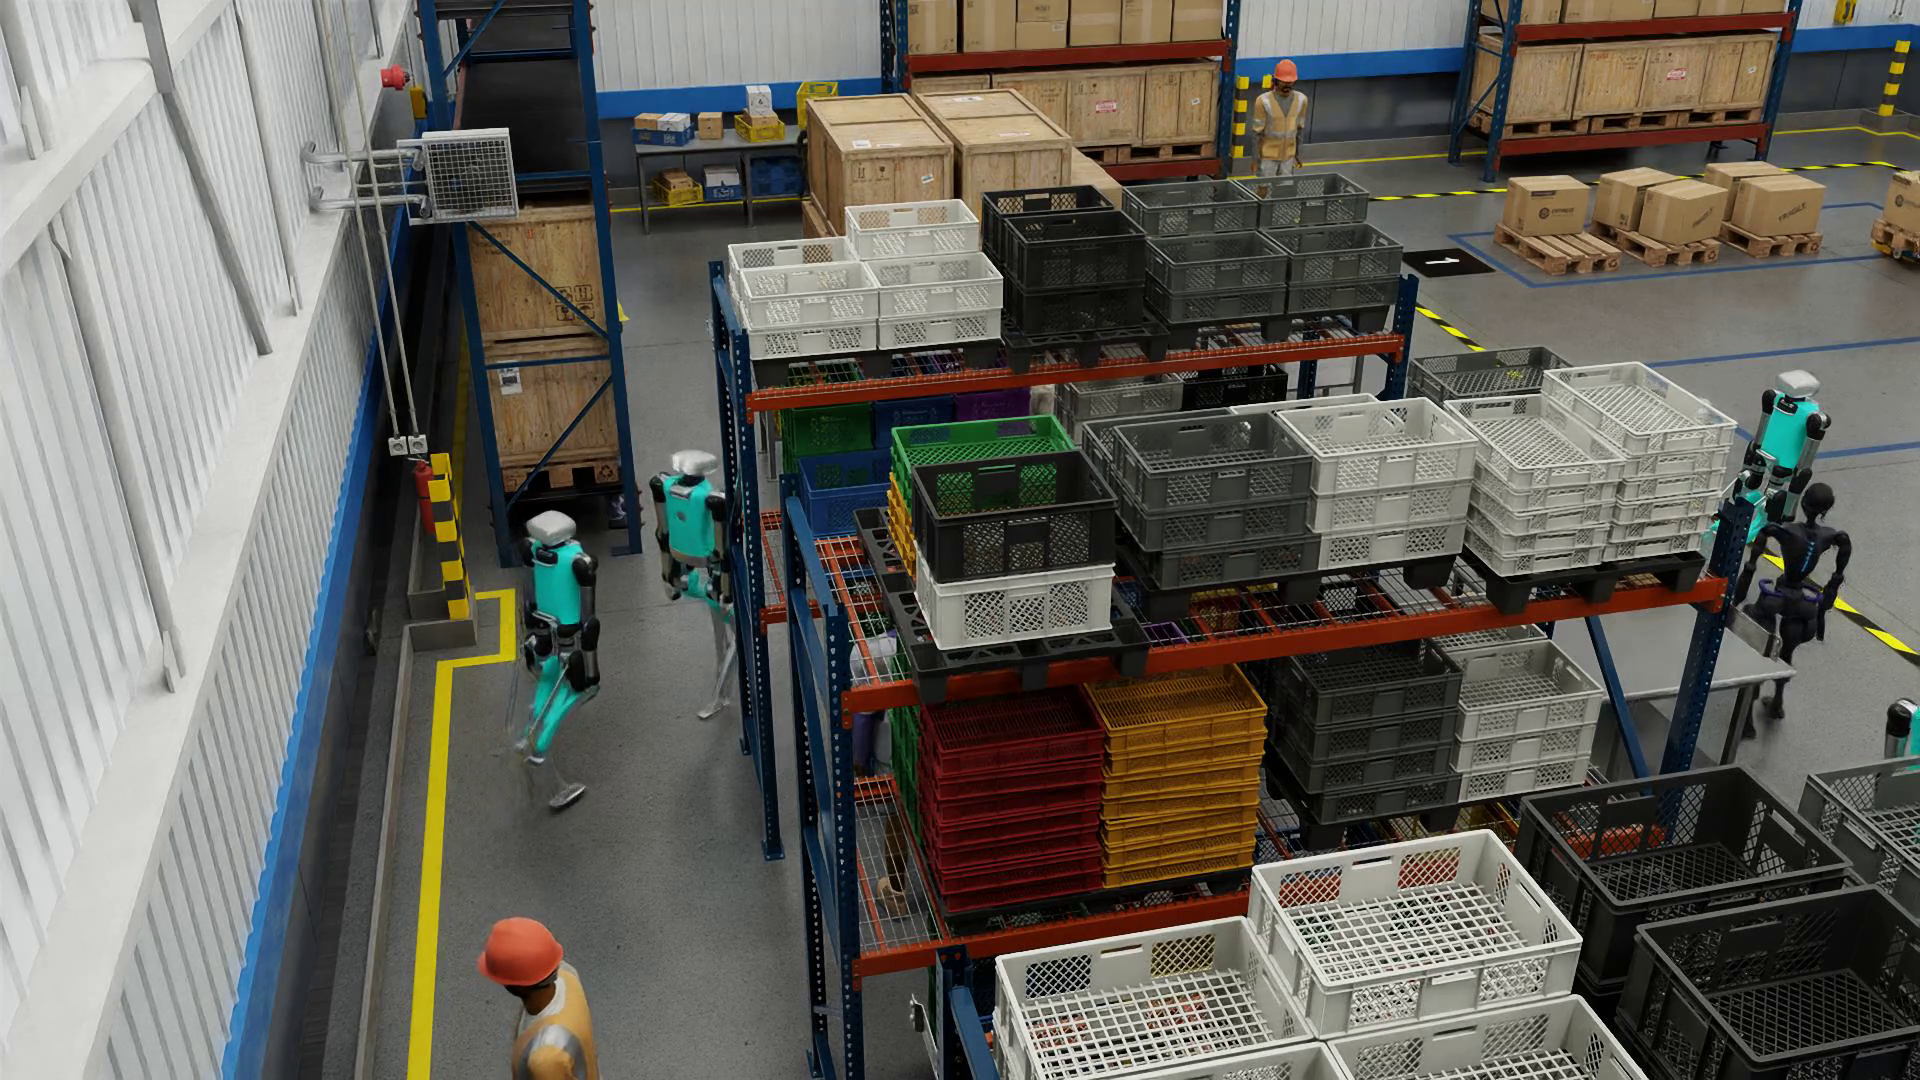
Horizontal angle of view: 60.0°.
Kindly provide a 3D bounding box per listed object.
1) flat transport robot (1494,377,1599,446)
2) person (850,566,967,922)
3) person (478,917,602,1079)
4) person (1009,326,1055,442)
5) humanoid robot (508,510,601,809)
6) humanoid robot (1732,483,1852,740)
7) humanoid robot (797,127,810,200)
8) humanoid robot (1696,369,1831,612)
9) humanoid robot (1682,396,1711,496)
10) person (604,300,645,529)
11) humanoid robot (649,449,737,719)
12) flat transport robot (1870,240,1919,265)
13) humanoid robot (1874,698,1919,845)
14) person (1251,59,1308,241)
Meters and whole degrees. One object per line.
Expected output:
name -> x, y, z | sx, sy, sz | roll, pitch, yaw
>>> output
flat transport robot -> 4.780, -1.036, 14.013 | 0.659, 0.231, 1.431 | -6, 28, -12
person -> -0.243, 1.000, 8.260 | 0.604, 2.034, 0.386 | -7, 29, -13
person -> -1.489, 2.169, 6.145 | 0.373, 1.934, 0.545 | -5, 28, -9
person -> 0.467, -0.637, 11.579 | 0.336, 1.837, 0.505 | -25, 36, -38
humanoid robot -> -2.284, 0.808, 9.064 | 0.541, 1.899, 0.725 | 18, 33, 30
humanoid robot -> 4.817, 0.382, 9.823 | 0.608, 1.650, 0.490 | 6, 28, 11
humanoid robot -> -1.491, -3.958, 18.047 | 0.609, 1.637, 0.422 | -12, 30, -22
humanoid robot -> 5.108, -0.276, 10.850 | 0.735, 1.677, 0.533 | -7, 29, -13
humanoid robot -> 4.320, -0.119, 10.723 | 0.697, 1.812, 0.539 | 20, 34, 33
person -> -2.538, -0.933, 12.221 | 0.337, 1.761, 0.522 | -9, 29, -16
humanoid robot -> -1.444, 0.169, 10.144 | 0.568, 1.767, 0.851 | 14, 31, 24
flat transport robot -> 10.540, -3.046, 17.796 | 0.652, 0.197, 1.431 | -6, 28, -12
humanoid robot -> 4.666, 1.355, 7.907 | 0.804, 1.779, 0.567 | -21, 35, -35
person -> 3.469, -4.197, 18.110 | 0.609, 2.042, 0.393 | -7, 28, -12
